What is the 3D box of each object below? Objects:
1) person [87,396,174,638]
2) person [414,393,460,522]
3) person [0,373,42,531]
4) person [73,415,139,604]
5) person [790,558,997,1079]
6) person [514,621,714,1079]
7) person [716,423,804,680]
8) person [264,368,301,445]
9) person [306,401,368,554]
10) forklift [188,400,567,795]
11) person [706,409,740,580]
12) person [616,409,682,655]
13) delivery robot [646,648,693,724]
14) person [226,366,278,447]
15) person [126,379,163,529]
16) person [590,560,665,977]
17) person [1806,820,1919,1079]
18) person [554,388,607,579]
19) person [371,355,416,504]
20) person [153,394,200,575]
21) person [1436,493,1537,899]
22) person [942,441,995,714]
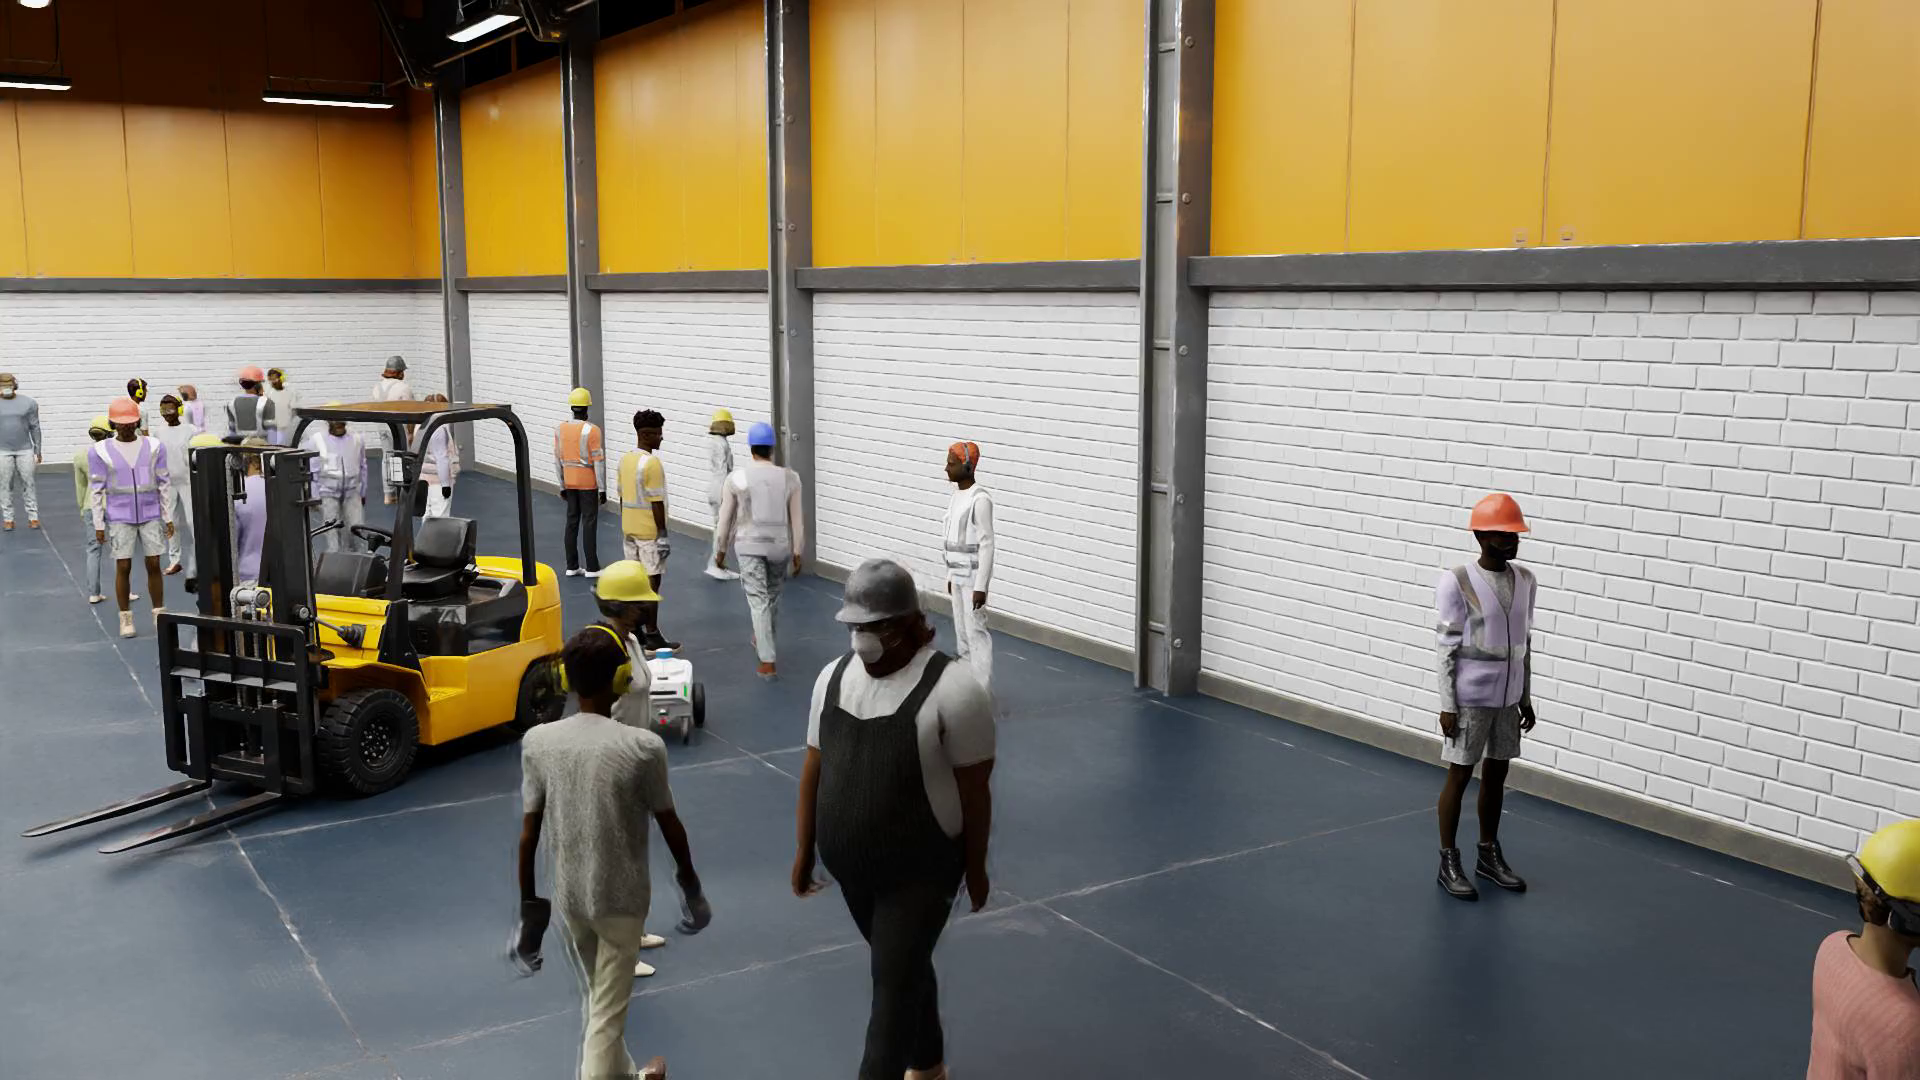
[{"bbox_3d":[-6.920,-0.188,13.922,0.612,2.030,0.403,-6,11,-37],"label":"person"},{"bbox_3d":[-5.451,-0.612,17.396,0.429,1.841,0.635,-6,10,-35],"label":"person"},{"bbox_3d":[-11.514,-1.070,20.215,0.636,1.928,0.387,-5,10,-32],"label":"person"},{"bbox_3d":[-7.931,-0.282,15.464,0.515,1.759,0.335,0,8,-2],"label":"person"},{"bbox_3d":[-0.307,1.039,5.602,0.695,2.000,0.978,6,10,36],"label":"person"},{"bbox_3d":[-1.100,1.170,5.433,0.519,1.822,0.911,3,9,20],"label":"person"},{"bbox_3d":[-1.529,0.063,12.649,0.622,1.892,0.985,-3,9,-22],"label":"person"},{"bbox_3d":[-9.546,-1.498,23.447,0.546,1.813,0.948,-1,9,-7],"label":"person"},{"bbox_3d":[-6.199,-0.483,16.616,0.597,1.812,0.427,-6,10,-34],"label":"person"},{"bbox_3d":[-3.529,0.258,10.348,1.214,2.155,2.313,4,9,25],"label":"forklift"},{"bbox_3d":[-2.389,-0.449,16.730,0.343,1.714,0.530,-3,9,-17],"label":"person"},{"bbox_3d":[-2.510,-0.066,13.314,0.372,1.961,0.601,-7,11,-38],"label":"person"},{"bbox_3d":[-1.924,0.950,10.844,0.477,0.478,0.707,-1,9,-7],"label":"delivery robot"},{"bbox_3d":[-8.286,-1.042,19.670,0.626,2.023,0.688,1,9,7],"label":"person"},{"bbox_3d":[-9.933,-1.019,20.107,0.529,1.857,0.335,4,10,28],"label":"person"},{"bbox_3d":[-1.425,0.958,7.076,0.318,1.766,0.530,0,8,0],"label":"person"},{"bbox_3d":[2.023,1.467,3.685,0.343,1.755,0.531,2,9,11],"label":"person"},{"bbox_3d":[-3.817,-0.571,16.822,0.594,1.928,0.361,5,10,28],"label":"person"},{"bbox_3d":[-7.653,-1.498,22.699,0.683,2.000,0.536,5,10,29],"label":"person"},{"bbox_3d":[-7.977,-0.558,16.978,0.506,1.864,0.331,1,8,5],"label":"person"},{"bbox_3d":[2.527,0.739,7.956,0.547,1.942,0.351,-3,9,-22],"label":"person"},{"bbox_3d":[0.054,0.267,11.328,0.337,1.882,0.584,-3,9,-20],"label":"person"}]
